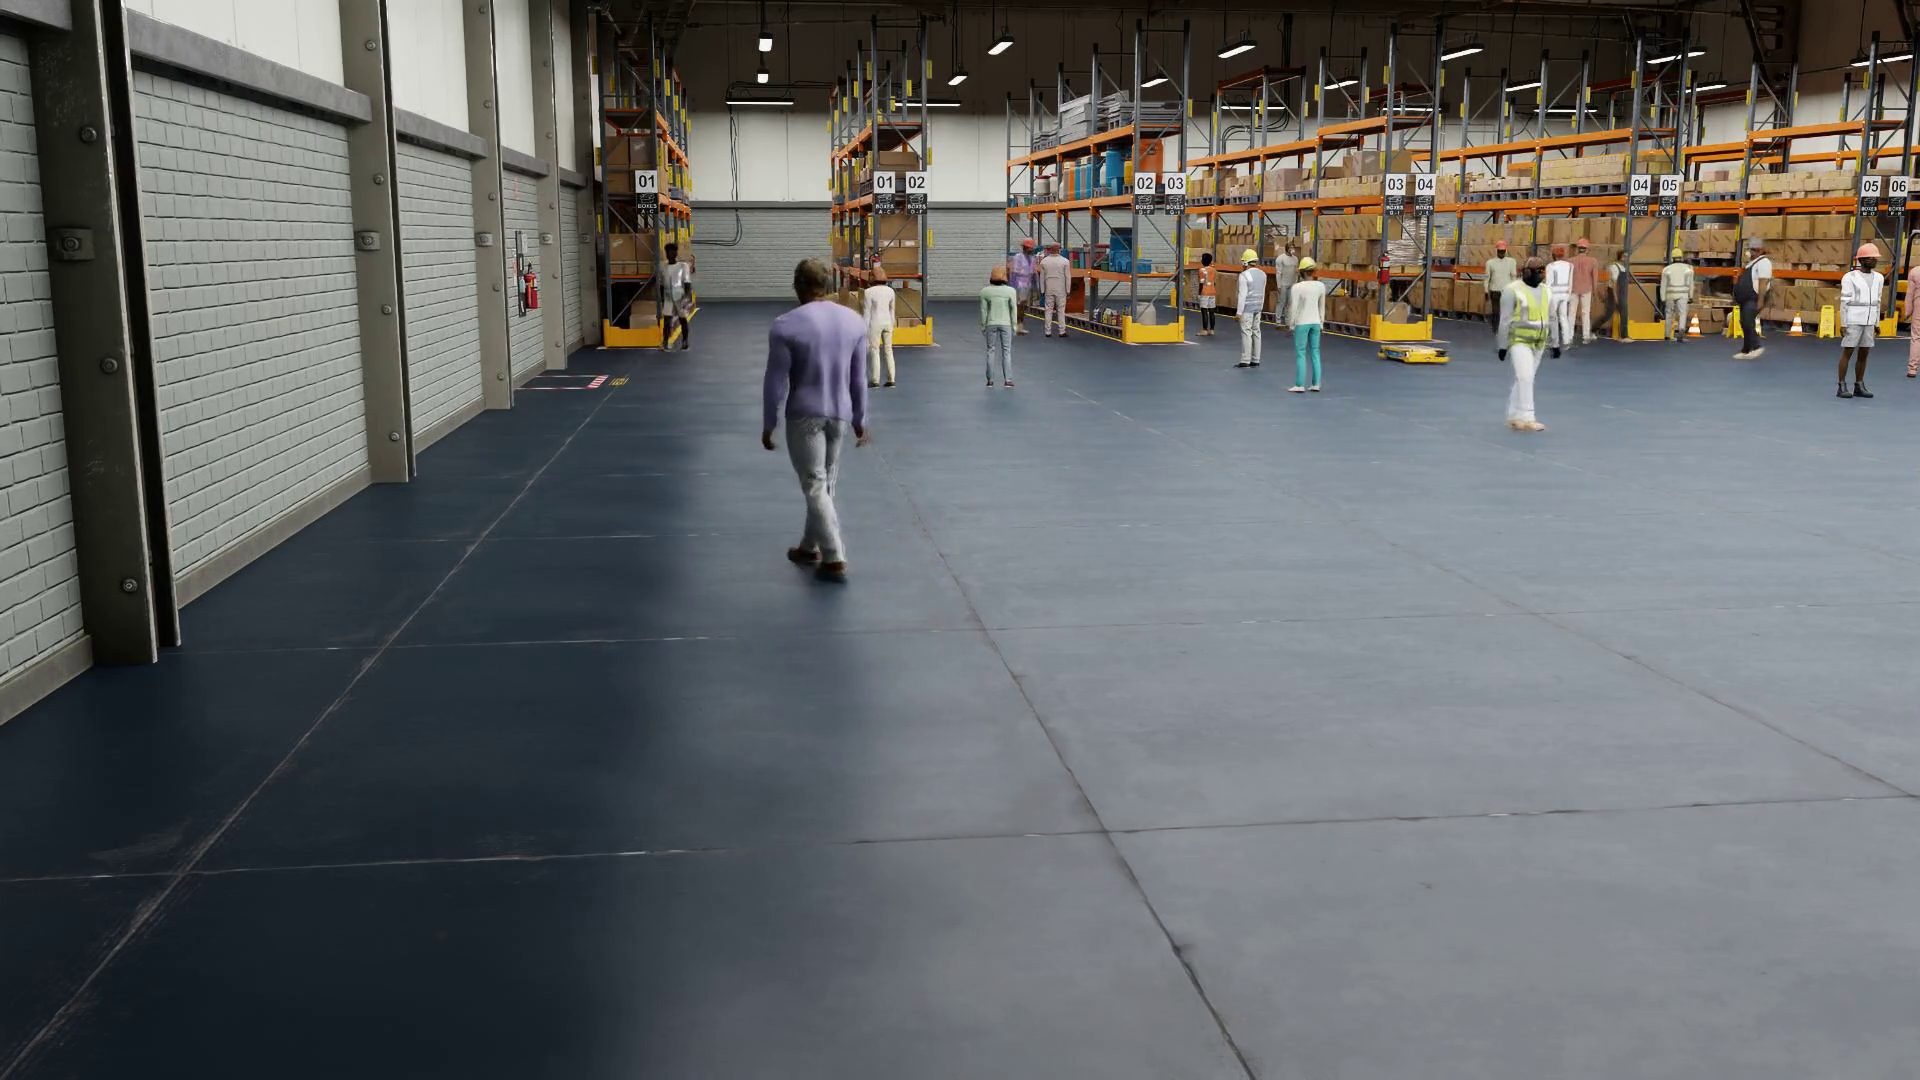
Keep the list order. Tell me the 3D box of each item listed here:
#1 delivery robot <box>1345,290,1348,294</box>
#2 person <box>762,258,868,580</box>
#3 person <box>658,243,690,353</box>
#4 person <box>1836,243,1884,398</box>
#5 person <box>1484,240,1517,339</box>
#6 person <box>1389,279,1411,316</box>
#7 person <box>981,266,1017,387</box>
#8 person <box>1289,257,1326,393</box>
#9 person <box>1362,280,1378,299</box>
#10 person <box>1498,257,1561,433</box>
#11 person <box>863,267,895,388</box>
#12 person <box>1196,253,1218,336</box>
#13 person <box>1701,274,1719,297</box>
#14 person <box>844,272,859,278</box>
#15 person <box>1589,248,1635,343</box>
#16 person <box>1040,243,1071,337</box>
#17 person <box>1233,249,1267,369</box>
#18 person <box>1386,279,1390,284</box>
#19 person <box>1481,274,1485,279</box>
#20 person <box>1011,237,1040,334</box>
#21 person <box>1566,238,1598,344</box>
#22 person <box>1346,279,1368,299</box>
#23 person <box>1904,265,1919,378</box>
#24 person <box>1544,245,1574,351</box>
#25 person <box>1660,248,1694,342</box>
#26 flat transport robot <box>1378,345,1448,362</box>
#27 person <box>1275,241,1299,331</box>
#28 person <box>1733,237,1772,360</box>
[{"bbox_3d":[11.640,-7.331,49.603,0.707,0.478,0.477,1,10,6],"label":"delivery robot"},{"bbox_3d":[-0.879,-0.725,9.966,0.650,1.906,0.852,-7,13,-35],"label":"person"},{"bbox_3d":[-5.021,-4.240,29.197,0.613,1.914,0.996,2,10,9],"label":"person"},{"bbox_3d":[11.372,-2.759,20.987,0.552,1.942,0.341,-2,10,-9],"label":"person"},{"bbox_3d":[10.856,-5.043,33.455,0.613,1.972,0.877,1,10,5],"label":"person"},{"bbox_3d":[11.055,-6.497,41.633,0.600,1.894,0.731,-2,11,-11],"label":"person"},{"bbox_3d":[0.527,-2.881,22.502,0.500,1.635,0.287,2,10,9],"label":"person"},{"bbox_3d":[4.524,-2.807,21.743,0.532,1.765,0.329,-5,11,-25],"label":"person"},{"bbox_3d":[10.866,-6.948,44.004,0.567,1.924,0.646,-2,10,-8],"label":"person"},{"bbox_3d":[5.992,-2.022,17.323,0.636,1.809,0.828,-5,11,-25],"label":"person"},{"bbox_3d":[-1.088,-2.856,22.401,0.499,1.626,0.300,-8,13,-37],"label":"person"},{"bbox_3d":[5.041,-5.012,34.011,0.530,1.697,0.321,-10,14,-43],"label":"person"},{"bbox_3d":[20.499,-7.186,45.456,0.758,1.861,0.615,7,12,33],"label":"person"},{"bbox_3d":[-3.235,-7.582,48.304,0.646,1.606,0.529,8,13,36],"label":"person"},{"bbox_3d":[12.556,-4.694,31.976,0.496,1.813,0.879,-8,13,-36],"label":"person"},{"bbox_3d":[1.947,-5.069,33.754,0.652,1.906,0.402,4,11,20],"label":"person"},{"bbox_3d":[4.441,-3.544,25.589,0.588,1.835,0.403,-9,14,-42],"label":"person"},{"bbox_3d":[12.752,-7.972,49.909,0.665,1.865,0.799,3,11,15],"label":"person"},{"bbox_3d":[15.934,-7.910,50.175,0.792,1.610,0.523,0,10,3],"label":"person"},{"bbox_3d":[1.339,-5.249,34.472,0.571,2.005,0.694,8,13,39],"label":"person"},{"bbox_3d":[11.830,-4.742,31.715,0.622,1.992,0.396,4,11,22],"label":"person"},{"bbox_3d":[9.968,-6.355,41.656,0.521,1.600,0.847,0,10,-1],"label":"person"},{"bbox_3d":[13.960,-3.277,23.934,0.651,1.904,0.403,6,12,32],"label":"person"},{"bbox_3d":[10.665,-4.315,29.690,0.577,1.884,0.339,-3,11,-17],"label":"person"},{"bbox_3d":[13.846,-4.728,32.140,0.611,1.810,0.749,4,11,22],"label":"person"},{"bbox_3d":[7.404,-3.060,27.223,0.652,0.197,1.431,-1,10,-6],"label":"flat transport robot"},{"bbox_3d":[7.080,-5.493,36.023,0.625,1.934,0.364,-7,12,-33],"label":"person"},{"bbox_3d":[13.027,-3.980,27.410,0.535,2.000,0.707,1,10,6],"label":"person"}]
